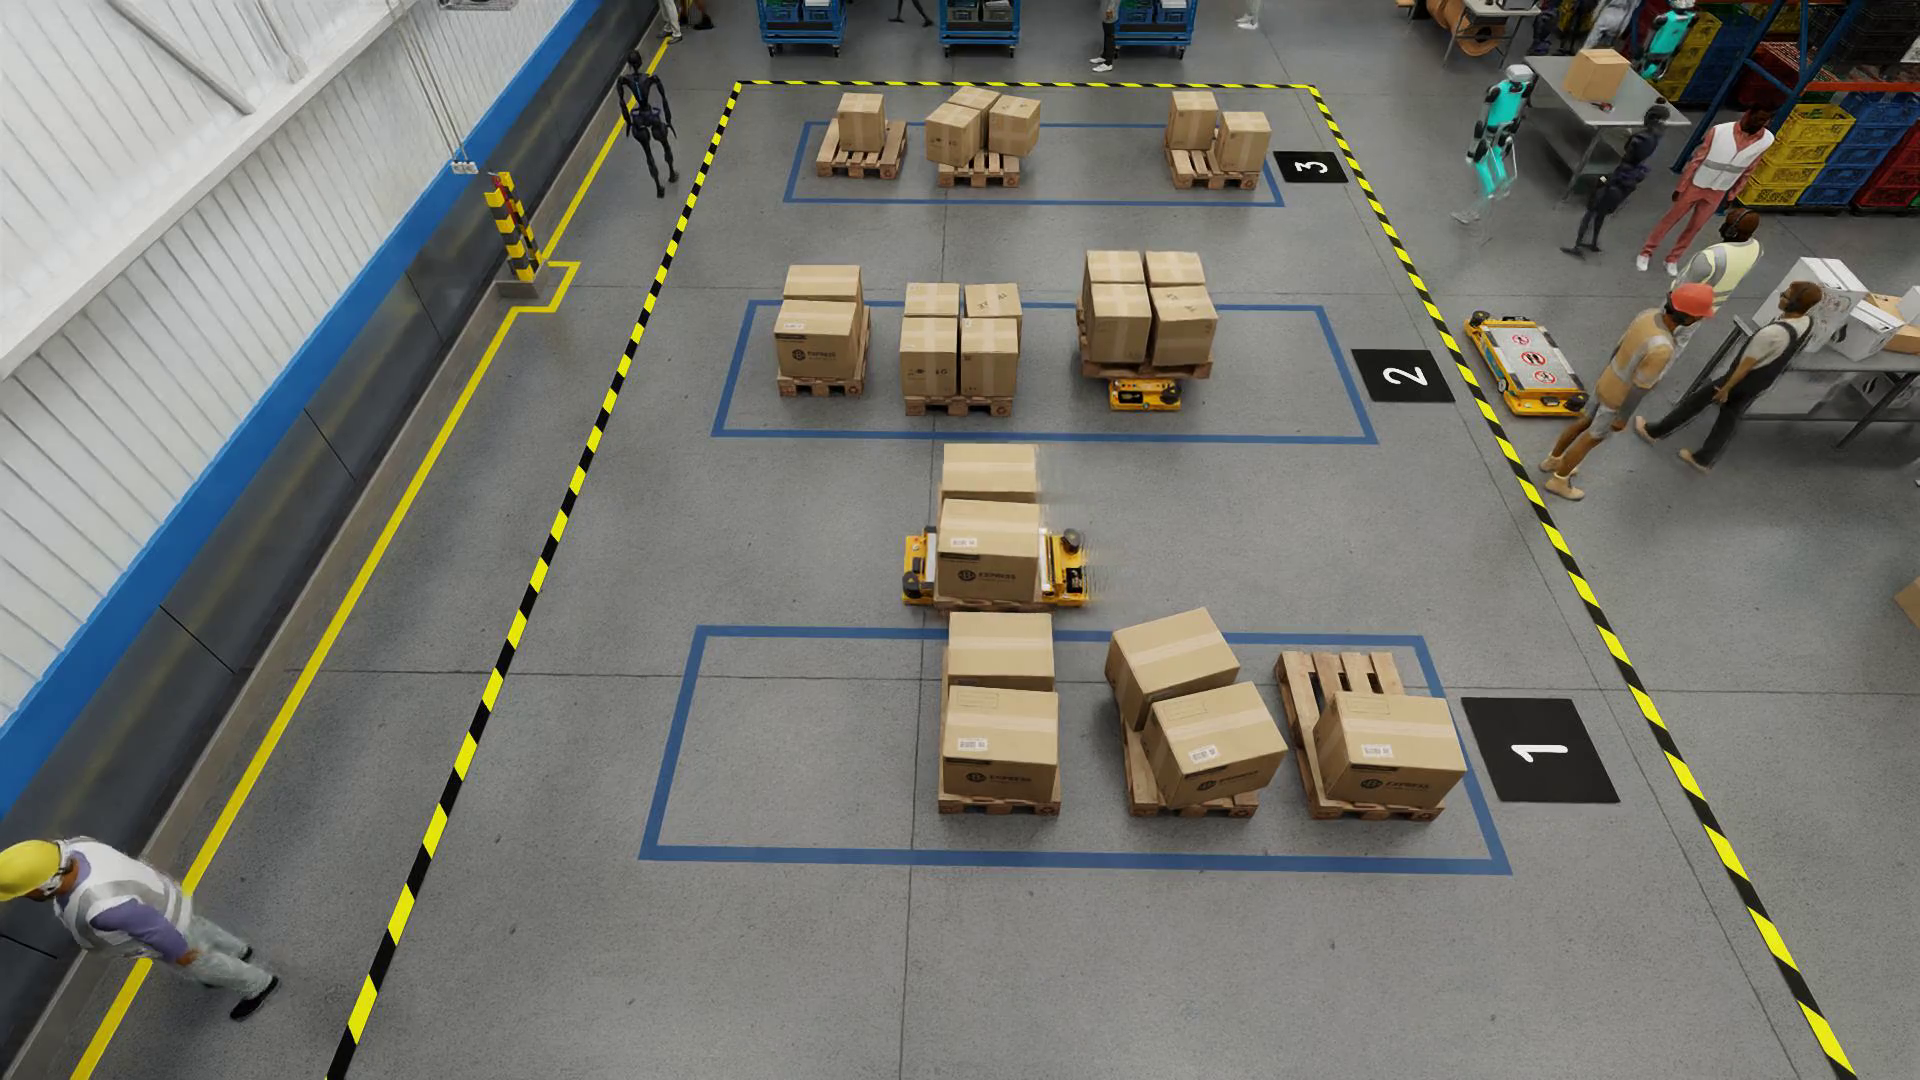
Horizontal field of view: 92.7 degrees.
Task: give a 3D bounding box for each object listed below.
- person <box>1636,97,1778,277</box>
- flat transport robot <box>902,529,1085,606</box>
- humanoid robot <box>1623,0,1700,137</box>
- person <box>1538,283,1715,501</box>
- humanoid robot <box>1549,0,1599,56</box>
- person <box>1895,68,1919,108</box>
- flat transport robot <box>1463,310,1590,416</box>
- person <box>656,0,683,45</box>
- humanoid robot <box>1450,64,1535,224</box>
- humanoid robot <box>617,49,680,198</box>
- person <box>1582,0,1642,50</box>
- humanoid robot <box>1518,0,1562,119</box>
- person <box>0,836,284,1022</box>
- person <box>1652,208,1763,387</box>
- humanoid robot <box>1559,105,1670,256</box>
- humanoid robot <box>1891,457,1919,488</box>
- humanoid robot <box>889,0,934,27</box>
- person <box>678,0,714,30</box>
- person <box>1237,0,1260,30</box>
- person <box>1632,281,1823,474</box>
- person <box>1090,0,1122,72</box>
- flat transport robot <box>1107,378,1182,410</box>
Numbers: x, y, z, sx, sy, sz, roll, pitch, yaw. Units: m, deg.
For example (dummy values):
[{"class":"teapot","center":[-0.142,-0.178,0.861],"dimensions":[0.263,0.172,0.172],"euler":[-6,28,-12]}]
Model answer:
[{"class":"person","center":[7.891,-3.716,9.667],"dimensions":[0.592,1.910,0.389],"euler":[15,51,12]},{"class":"flat transport robot","center":[0.265,0.202,7.340],"dimensions":[1.431,0.197,0.652],"euler":[1,49,1]},{"class":"humanoid robot","center":[8.836,-6.152,11.882],"dimensions":[0.576,1.731,1.032],"euler":[-2,49,-2]},{"class":"person","center":[5.344,-1.184,7.386],"dimensions":[0.390,2.040,0.613],"euler":[12,50,10]},{"class":"humanoid robot","center":[9.317,-8.058,13.572],"dimensions":[0.593,1.648,0.323],"euler":[-36,58,-27]},{"class":"person","center":[13.332,-6.859,12.315],"dimensions":[0.624,2.012,0.499],"euler":[-6,49,-6]},{"class":"flat transport robot","center":[5.573,-1.757,9.054],"dimensions":[0.659,0.231,1.431],"euler":[1,49,1]},{"class":"person","center":[-4.569,-8.578,13.913],"dimensions":[0.390,1.847,0.562],"euler":[-32,56,-24]},{"class":"humanoid robot","center":[6.022,-4.308,10.202],"dimensions":[0.533,1.677,0.735],"euler":[-11,50,-10]},{"class":"humanoid robot","center":[-3.716,-4.982,10.917],"dimensions":[0.588,1.647,0.560],"euler":[-7,49,-6]},{"class":"person","center":[9.102,-7.241,12.855],"dimensions":[0.498,1.721,0.766],"euler":[35,58,26]},{"class":"humanoid robot","center":[7.657,-6.398,12.151],"dimensions":[0.592,1.625,0.608],"euler":[32,56,25]},{"class":"person","center":[-4.232,2.004,4.778],"dimensions":[0.608,1.822,0.413],"euler":[31,56,24]},{"class":"person","center":[6.640,-2.147,8.360],"dimensions":[0.629,1.835,0.429],"euler":[-11,50,-10]},{"class":"humanoid robot","center":[7.165,-3.915,9.984],"dimensions":[0.589,1.638,0.396],"euler":[-29,55,-23]},{"class":"humanoid robot","center":[8.545,-1.069,7.518],"dimensions":[0.755,1.824,0.560],"euler":[3,49,3]},{"class":"humanoid robot","center":[-0.799,-8.964,14.402],"dimensions":[0.779,1.642,0.584],"euler":[7,49,6]},{"class":"person","center":[-4.337,-8.924,14.183],"dimensions":[0.714,1.893,0.592],"euler":[-11,50,-9]},{"class":"person","center":[4.608,-8.942,14.234],"dimensions":[0.526,1.843,0.485],"euler":[21,52,17]},{"class":"person","center":[6.523,-1.423,7.742],"dimensions":[0.523,1.815,0.758],"euler":[-11,50,-9]},{"class":"person","center":[2.133,-7.768,13.210],"dimensions":[0.386,1.850,0.597],"euler":[0,49,0]},{"class":"flat transport robot","center":[1.773,-1.831,9.100],"dimensions":[0.652,0.197,1.431],"euler":[1,49,1]}]
